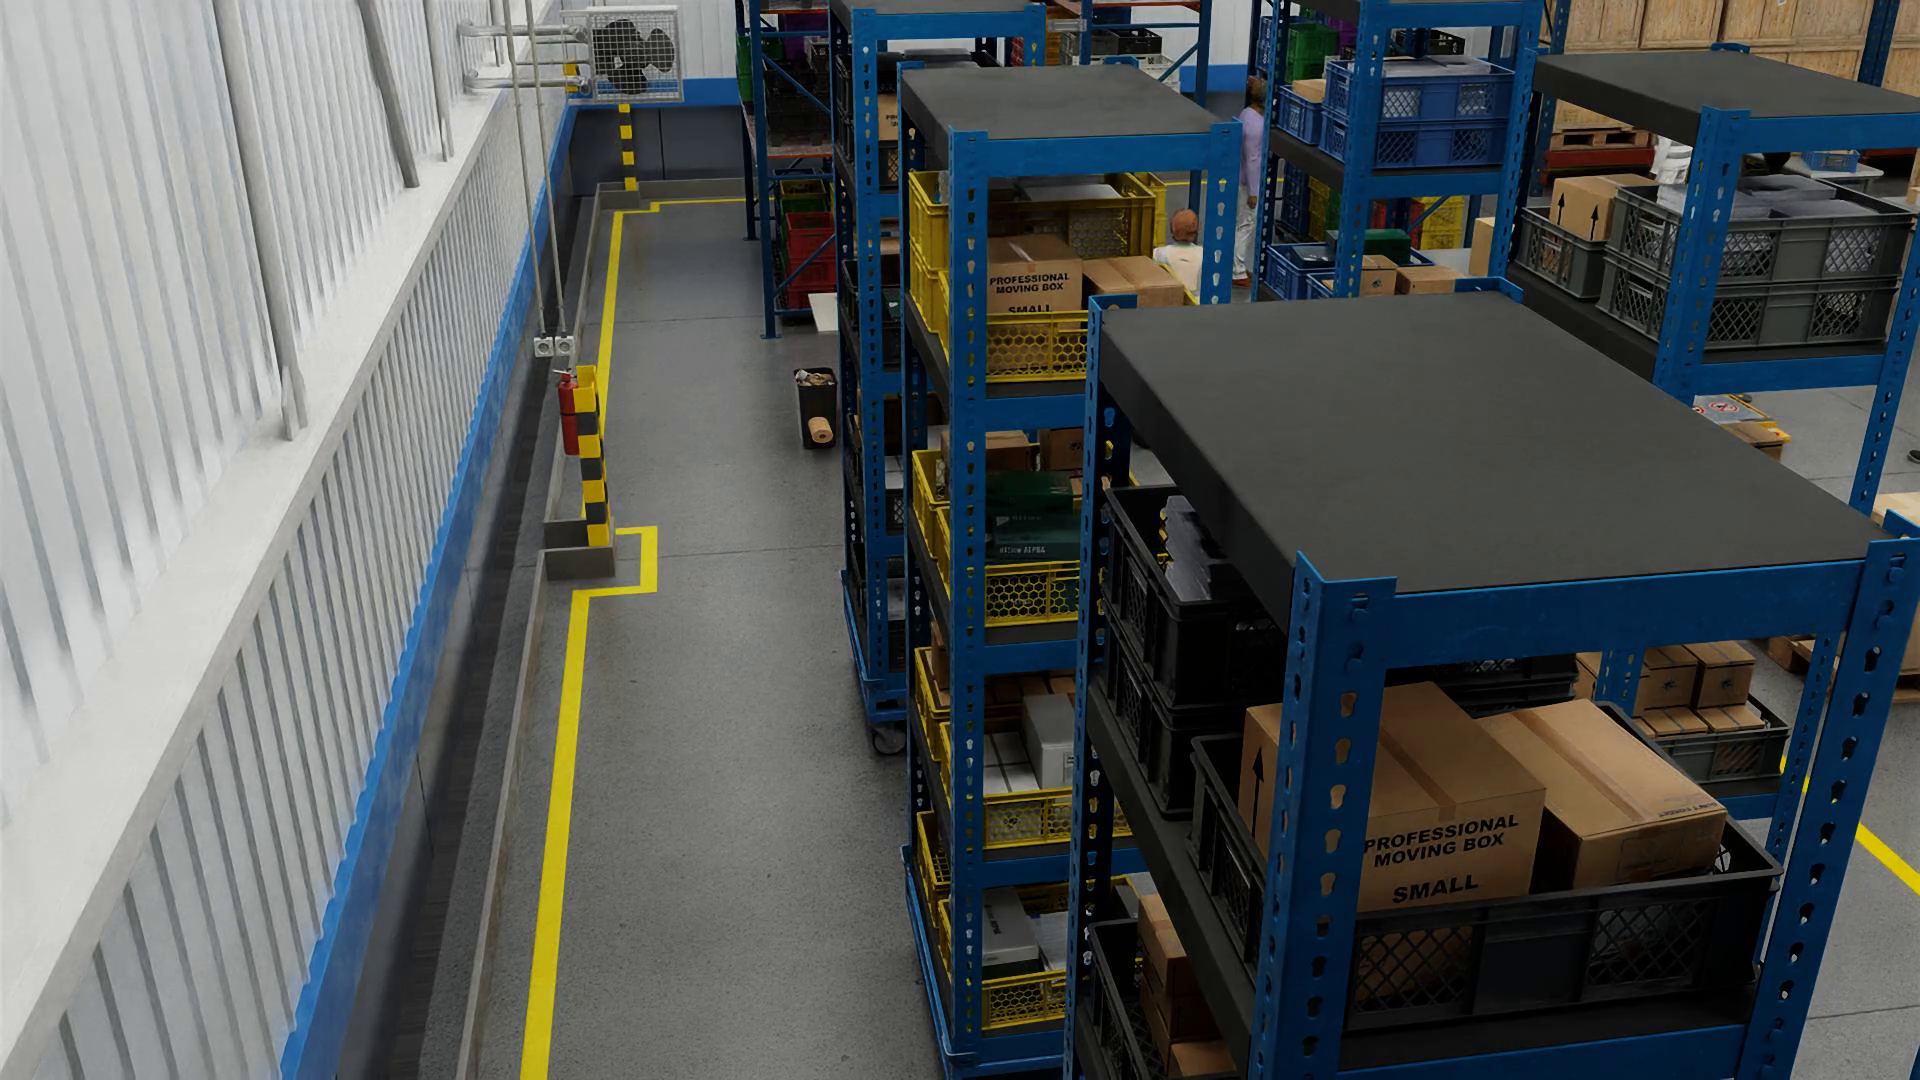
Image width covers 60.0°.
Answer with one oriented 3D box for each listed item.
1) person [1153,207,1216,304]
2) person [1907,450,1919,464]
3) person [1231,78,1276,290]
[{"bbox_3d":[1.592,-1.590,12.108,0.522,1.632,0.320,-2,25,-4],"label":"person"},{"bbox_3d":[6.935,-1.390,11.435,0.593,1.828,0.403,-15,29,-30],"label":"person"},{"bbox_3d":[2.695,-3.312,15.493,0.370,1.932,0.634,2,25,4],"label":"person"}]
